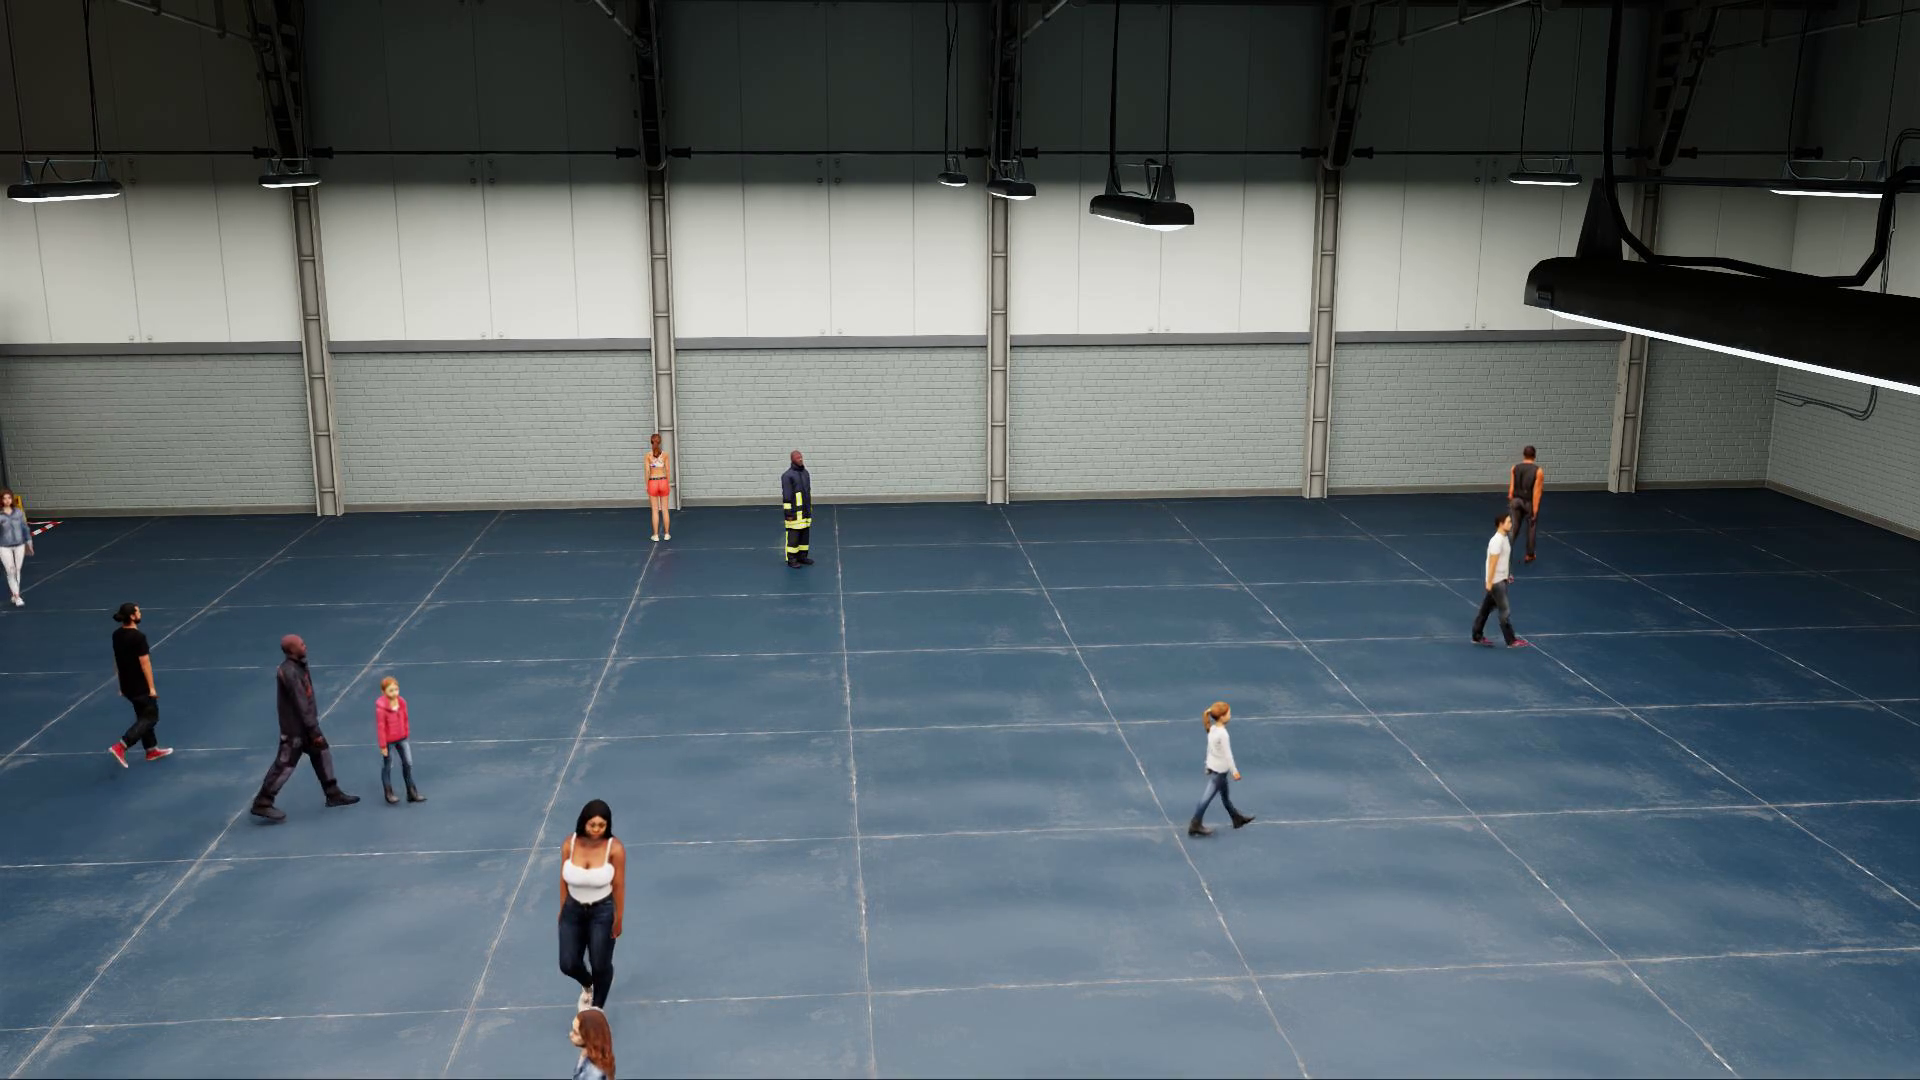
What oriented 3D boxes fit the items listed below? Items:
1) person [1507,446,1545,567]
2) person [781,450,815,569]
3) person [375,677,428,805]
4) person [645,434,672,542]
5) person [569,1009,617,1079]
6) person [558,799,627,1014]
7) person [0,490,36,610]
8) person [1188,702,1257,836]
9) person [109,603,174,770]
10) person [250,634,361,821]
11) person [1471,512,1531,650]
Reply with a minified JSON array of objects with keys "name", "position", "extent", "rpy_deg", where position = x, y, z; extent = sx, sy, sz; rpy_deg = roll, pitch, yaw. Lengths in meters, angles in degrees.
[{"name":"person","position":[8.672,-0.481,25.697],"extent":[1.239,1.865,1.324],"rpy_deg":[11,17,39]},{"name":"person","position":[-2.541,-0.507,25.903],"extent":[0.906,1.823,0.860],"rpy_deg":[9,16,35]},{"name":"person","position":[-5.617,1.967,16.376],"extent":[0.829,1.301,0.767],"rpy_deg":[10,16,37]},{"name":"person","position":[-5.001,-0.879,27.576],"extent":[0.567,1.792,0.689],"rpy_deg":[-4,14,-17]},{"name":"person","position":[-2.075,3.414,9.753],"extent":[0.728,1.470,0.656],"rpy_deg":[-4,14,-16]},{"name":"person","position":[-2.655,2.699,12.133],"extent":[0.738,1.787,0.812],"rpy_deg":[2,13,9]},{"name":"person","position":[-13.450,0.117,23.531],"extent":[1.036,1.677,0.991],"rpy_deg":[12,18,41]},{"name":"person","position":[2.338,2.167,15.541],"extent":[0.895,1.288,0.507],"rpy_deg":[-2,13,-8]},{"name":"person","position":[-8.601,1.532,17.270],"extent":[1.026,1.745,1.031],"rpy_deg":[8,15,30]},{"name":"person","position":[-6.451,1.820,15.932],"extent":[1.297,1.787,0.902],"rpy_deg":[-5,14,-19]},{"name":"person","position":[6.865,0.518,21.566],"extent":[1.106,1.781,0.973],"rpy_deg":[7,15,26]}]
